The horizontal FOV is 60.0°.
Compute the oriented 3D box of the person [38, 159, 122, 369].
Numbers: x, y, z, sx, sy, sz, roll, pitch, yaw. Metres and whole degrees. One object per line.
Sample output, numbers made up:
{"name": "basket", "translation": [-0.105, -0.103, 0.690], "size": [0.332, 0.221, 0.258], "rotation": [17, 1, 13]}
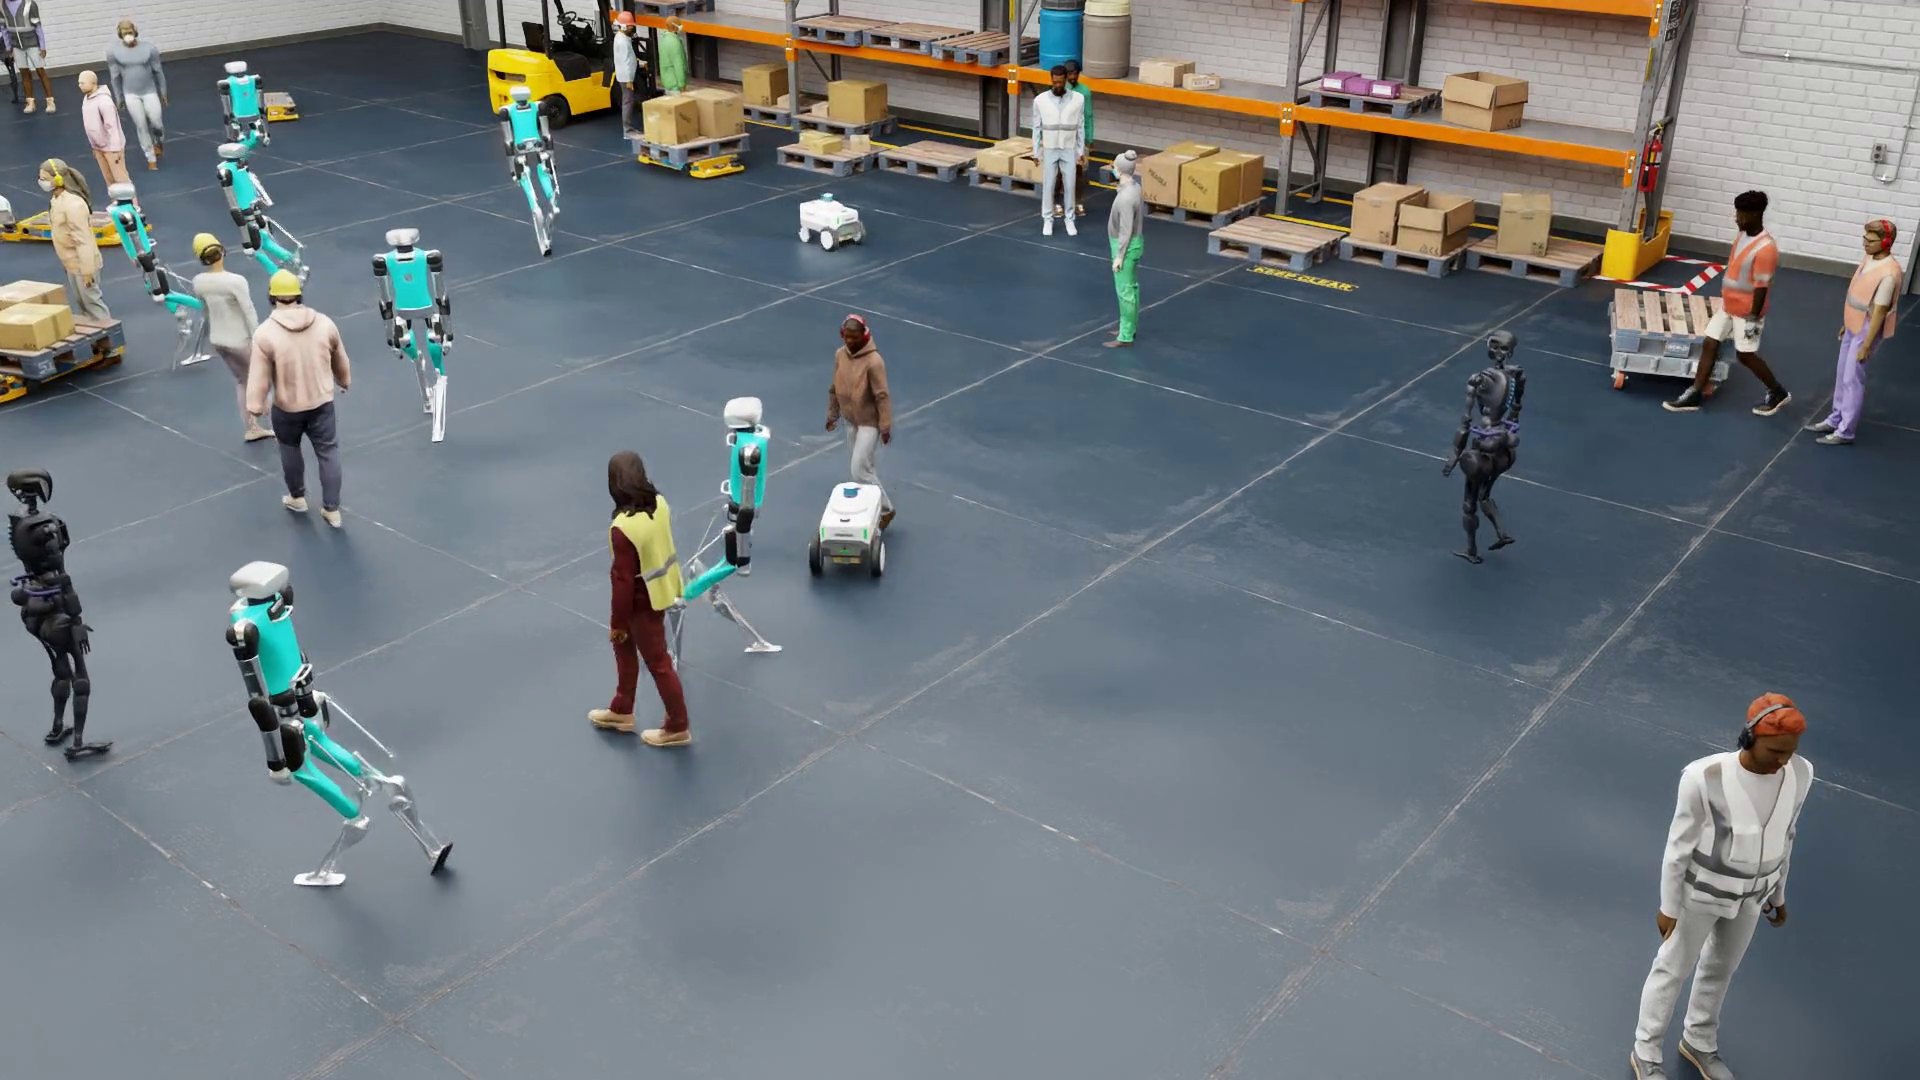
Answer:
{"name": "person", "translation": [-7.843, -2.473, 14.857], "size": [0.390, 1.872, 0.567], "rotation": [-22, 33, -37]}

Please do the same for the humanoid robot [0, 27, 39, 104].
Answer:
{"name": "humanoid robot", "translation": [-14.649, -7.585, 25.652], "size": [0.338, 1.650, 0.612], "rotation": [2, 26, 5]}

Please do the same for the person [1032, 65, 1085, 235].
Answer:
{"name": "person", "translation": [1.111, -4.414, 18.837], "size": [0.596, 1.906, 0.408], "rotation": [-1, 26, -3]}

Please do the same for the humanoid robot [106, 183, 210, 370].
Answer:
{"name": "humanoid robot", "translation": [-6.924, -2.271, 14.640], "size": [0.797, 1.809, 0.552], "rotation": [-16, 30, -30]}

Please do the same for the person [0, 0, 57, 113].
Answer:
{"name": "person", "translation": [-14.023, -7.422, 24.924], "size": [0.601, 2.034, 0.413], "rotation": [-2, 26, -4]}

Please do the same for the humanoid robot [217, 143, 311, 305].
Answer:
{"name": "humanoid robot", "translation": [-6.553, -2.866, 15.857], "size": [0.724, 1.827, 0.531], "rotation": [-1, 26, -2]}

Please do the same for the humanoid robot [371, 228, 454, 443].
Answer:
{"name": "humanoid robot", "translation": [-4.373, -1.745, 13.521], "size": [0.541, 1.771, 0.949], "rotation": [-5, 26, -11]}

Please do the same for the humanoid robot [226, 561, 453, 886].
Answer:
{"name": "humanoid robot", "translation": [-2.908, 0.948, 7.976], "size": [0.898, 1.809, 0.548], "rotation": [0, 26, 0]}

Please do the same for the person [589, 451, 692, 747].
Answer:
{"name": "person", "translation": [-1.858, 0.339, 9.173], "size": [0.765, 1.739, 0.528], "rotation": [5, 26, 10]}

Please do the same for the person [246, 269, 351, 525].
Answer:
{"name": "person", "translation": [-4.728, -1.032, 11.903], "size": [0.794, 1.837, 0.752], "rotation": [-17, 31, -32]}

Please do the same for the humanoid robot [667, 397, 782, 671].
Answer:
{"name": "humanoid robot", "translation": [-1.557, 0.008, 9.911], "size": [0.926, 1.778, 0.564], "rotation": [-2, 26, -5]}

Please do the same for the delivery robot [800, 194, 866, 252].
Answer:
{"name": "delivery robot", "translation": [-1.449, -3.556, 18.629], "size": [0.499, 0.614, 0.808], "rotation": [-23, 34, -39]}

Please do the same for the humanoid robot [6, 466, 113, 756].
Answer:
{"name": "humanoid robot", "translation": [-5.024, 0.384, 9.167], "size": [0.620, 1.639, 0.378], "rotation": [21, 33, 36]}

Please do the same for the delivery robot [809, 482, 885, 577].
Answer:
{"name": "delivery robot", "translation": [-0.759, -0.095, 11.437], "size": [0.519, 0.593, 0.764], "rotation": [2, 26, 5]}

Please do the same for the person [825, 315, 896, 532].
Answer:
{"name": "person", "translation": [-0.692, -0.817, 11.690], "size": [0.365, 1.634, 0.497], "rotation": [-18, 31, -33]}

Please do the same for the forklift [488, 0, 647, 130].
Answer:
{"name": "forklift", "translation": [-5.874, -7.334, 24.552], "size": [1.214, 2.155, 2.313], "rotation": [19, 32, 34]}

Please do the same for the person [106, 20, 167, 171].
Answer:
{"name": "person", "translation": [-10.728, -5.841, 21.780], "size": [0.642, 1.919, 0.564], "rotation": [-11, 28, -22]}

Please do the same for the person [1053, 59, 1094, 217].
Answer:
{"name": "person", "translation": [1.295, -4.733, 19.574], "size": [0.534, 1.839, 0.416], "rotation": [-8, 27, -16]}

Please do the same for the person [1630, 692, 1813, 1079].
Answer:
{"name": "person", "translation": [3.087, 1.441, 6.727], "size": [0.573, 1.887, 0.354], "rotation": [-5, 26, -11]}

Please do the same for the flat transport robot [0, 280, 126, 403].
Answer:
{"name": "flat transport robot", "translation": [-8.233, -1.560, 14.801], "size": [0.659, 0.231, 1.431], "rotation": [9, 27, 18]}

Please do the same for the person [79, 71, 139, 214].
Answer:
{"name": "person", "translation": [-9.822, -4.520, 19.204], "size": [0.526, 1.775, 0.408], "rotation": [18, 31, 32]}

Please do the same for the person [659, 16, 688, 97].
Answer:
{"name": "person", "translation": [-3.902, -6.265, 22.804], "size": [0.384, 1.781, 0.551], "rotation": [-14, 29, -27]}

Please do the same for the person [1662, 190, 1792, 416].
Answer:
{"name": "person", "translation": [6.484, -1.940, 13.695], "size": [0.924, 1.923, 0.644], "rotation": [0, 26, -1]}

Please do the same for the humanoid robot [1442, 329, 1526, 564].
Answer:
{"name": "humanoid robot", "translation": [3.582, -0.607, 11.217], "size": [0.589, 1.644, 0.413], "rotation": [-15, 30, -28]}

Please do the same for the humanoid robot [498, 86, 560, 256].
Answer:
{"name": "humanoid robot", "translation": [-4.635, -3.975, 18.229], "size": [0.557, 1.878, 0.794], "rotation": [-12, 28, -23]}

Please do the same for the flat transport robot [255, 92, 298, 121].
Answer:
{"name": "flat transport robot", "translation": [-10.429, -6.543, 25.120], "size": [0.659, 0.231, 1.431], "rotation": [-12, 28, -23]}

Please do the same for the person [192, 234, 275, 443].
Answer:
{"name": "person", "translation": [-5.682, -1.584, 13.173], "size": [0.605, 1.713, 0.447], "rotation": [11, 28, 21]}

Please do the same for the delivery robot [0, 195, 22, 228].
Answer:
{"name": "delivery robot", "translation": [-11.142, -3.787, 19.082], "size": [0.499, 0.592, 0.774], "rotation": [-21, 33, -36]}

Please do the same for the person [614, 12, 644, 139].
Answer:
{"name": "person", "translation": [-4.672, -6.541, 23.428], "size": [0.351, 1.738, 0.572], "rotation": [-6, 26, -12]}

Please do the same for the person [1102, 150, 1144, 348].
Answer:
{"name": "person", "translation": [1.517, -2.685, 15.324], "size": [0.344, 1.842, 0.510], "rotation": [7, 27, 14]}

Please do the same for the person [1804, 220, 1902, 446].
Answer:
{"name": "person", "translation": [7.128, -1.628, 13.148], "size": [0.420, 1.833, 0.560], "rotation": [6, 26, 12]}

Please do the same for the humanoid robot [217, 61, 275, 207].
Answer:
{"name": "humanoid robot", "translation": [-8.739, -4.946, 20.174], "size": [0.547, 1.764, 0.936], "rotation": [-23, 34, -39]}

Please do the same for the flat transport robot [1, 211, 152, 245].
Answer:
{"name": "flat transport robot", "translation": [-10.050, -3.551, 18.925], "size": [1.431, 0.231, 0.659], "rotation": [4, 26, 8]}

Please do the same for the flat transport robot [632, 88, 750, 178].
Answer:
{"name": "flat transport robot", "translation": [-3.550, -5.027, 21.982], "size": [1.431, 0.231, 0.659], "rotation": [23, 34, 39]}
